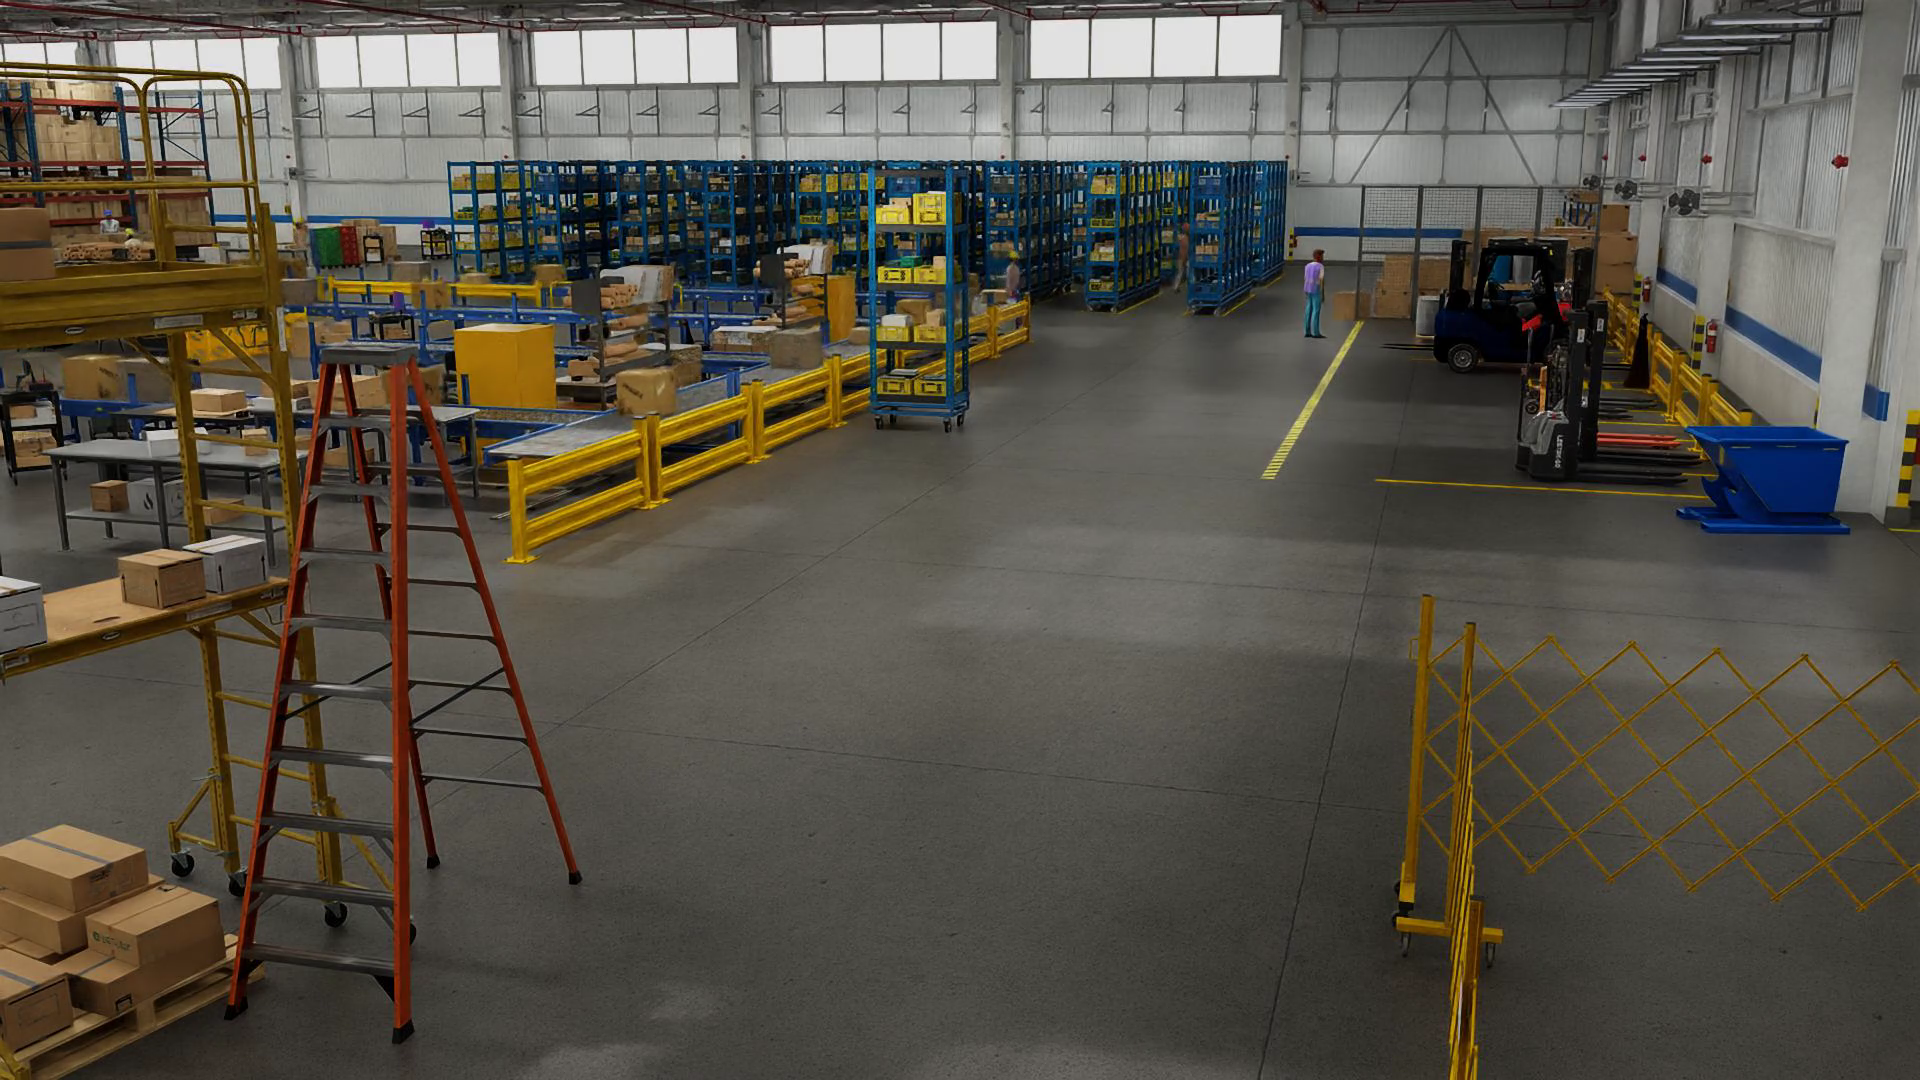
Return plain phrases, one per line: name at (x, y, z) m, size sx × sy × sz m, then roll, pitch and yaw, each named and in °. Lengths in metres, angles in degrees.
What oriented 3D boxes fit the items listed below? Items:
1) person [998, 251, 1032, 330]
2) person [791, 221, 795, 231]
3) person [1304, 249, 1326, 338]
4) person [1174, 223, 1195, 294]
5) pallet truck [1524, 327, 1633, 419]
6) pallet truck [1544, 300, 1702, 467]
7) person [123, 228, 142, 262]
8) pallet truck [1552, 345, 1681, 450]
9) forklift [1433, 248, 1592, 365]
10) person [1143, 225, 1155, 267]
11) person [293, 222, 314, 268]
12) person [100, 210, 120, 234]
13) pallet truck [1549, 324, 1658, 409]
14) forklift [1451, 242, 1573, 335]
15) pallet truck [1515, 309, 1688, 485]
person at (1.117, -5.468, 36.419) m, size 0.889 × 1.725 × 0.536 m, roll 7°, pitch 15°, yaw 29°
person at (-5.122, -8.827, 50.366) m, size 1.063 × 1.989 × 0.616 m, roll 5°, pitch 14°, yaw 19°
person at (7.394, -5.135, 34.728) m, size 0.393 × 1.839 × 0.563 m, roll -7°, pitch 15°, yaw -27°
person at (6.236, -7.693, 45.558) m, size 0.649 × 1.935 × 1.031 m, roll -10°, pitch 16°, yaw -37°
pallet truck at (9.065, -2.460, 24.370) m, size 1.522 × 1.261 × 0.704 m, roll 3°, pitch 13°, yaw 14°
pallet truck at (8.263, -1.952, 20.631) m, size 1.885 × 1.965 × 0.823 m, roll 5°, pitch 14°, yaw 20°
person at (-22.702, -7.606, 45.491) m, size 0.889 × 1.788 × 0.621 m, roll 4°, pitch 14°, yaw 17°
pallet truck at (8.641, -1.896, 21.908) m, size 1.630 × 1.274 × 0.653 m, roll 4°, pitch 14°, yaw 16°
forklift at (9.780, -4.111, 29.280) m, size 2.680 × 1.987 × 1.157 m, roll 3°, pitch 13°, yaw 14°
person at (6.278, -9.881, 55.443) m, size 0.390 × 1.734 × 0.587 m, roll 6°, pitch 14°, yaw 24°
person at (-21.739, -9.682, 54.888) m, size 0.858 × 1.597 × 0.530 m, roll 6°, pitch 14°, yaw 25°
person at (-28.833, -10.225, 56.479) m, size 0.615 × 1.943 × 0.405 m, roll -5°, pitch 14°, yaw -22°
pallet truck at (9.824, -2.669, 25.407) m, size 1.601 × 1.201 × 0.680 m, roll 4°, pitch 14°, yaw 16°
forklift at (10.464, -4.597, 31.405) m, size 2.680 × 1.987 × 1.157 m, roll 4°, pitch 14°, yaw 16°
pallet truck at (7.554, -1.677, 19.446) m, size 1.885 × 1.965 × 0.823 m, roll 3°, pitch 13°, yaw 14°
